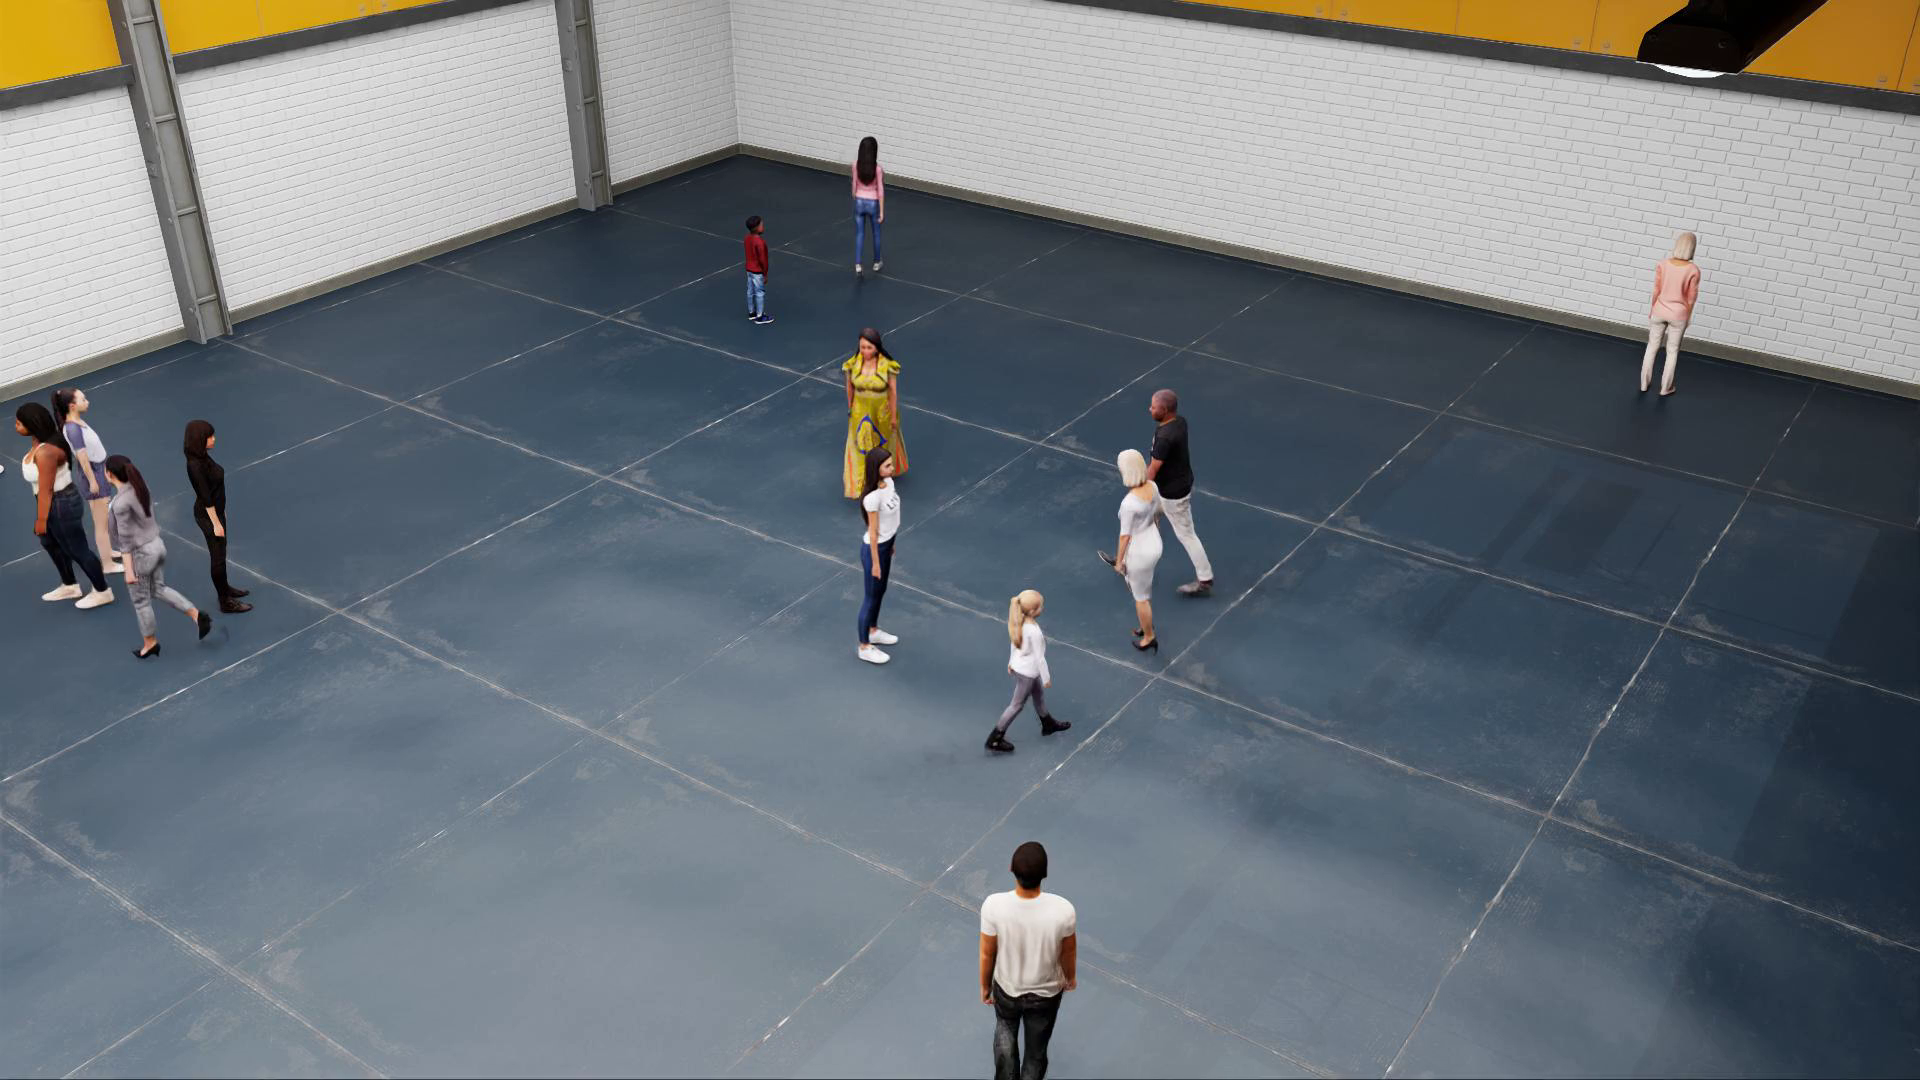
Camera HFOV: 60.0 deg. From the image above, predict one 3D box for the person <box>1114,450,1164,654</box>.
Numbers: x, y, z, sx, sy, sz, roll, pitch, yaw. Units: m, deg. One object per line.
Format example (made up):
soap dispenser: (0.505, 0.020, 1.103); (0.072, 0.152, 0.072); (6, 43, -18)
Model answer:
person: (1.443, 0.134, 12.626); (0.663, 1.722, 0.533); (23, 36, 35)

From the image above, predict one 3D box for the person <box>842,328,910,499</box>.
person: (-0.768, -1.163, 15.117); (1.271, 1.614, 1.439); (0, 29, -1)

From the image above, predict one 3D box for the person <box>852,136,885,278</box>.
person: (-1.166, -4.044, 20.286); (0.848, 1.722, 1.060); (5, 29, 9)

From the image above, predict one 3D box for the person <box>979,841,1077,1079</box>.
person: (0.334, 2.335, 8.519); (0.771, 1.792, 0.805); (4, 29, 7)

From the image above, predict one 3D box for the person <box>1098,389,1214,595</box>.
person: (1.802, -0.345, 13.487); (1.026, 1.739, 1.257); (6, 29, 12)

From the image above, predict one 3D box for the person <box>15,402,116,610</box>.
person: (-7.083, -0.269, 13.293); (0.880, 1.792, 0.811); (-15, 32, -25)

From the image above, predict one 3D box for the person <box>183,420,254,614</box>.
person: (-6.003, -0.198, 13.321); (0.672, 1.640, 0.655); (-11, 30, -19)

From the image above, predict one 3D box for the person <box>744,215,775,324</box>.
person: (-2.345, -3.103, 19.050); (0.539, 1.253, 0.540); (-23, 36, -36)

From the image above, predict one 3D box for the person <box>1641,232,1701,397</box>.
person: (7.332, -2.343, 17.165); (0.600, 1.725, 0.518); (20, 35, 32)

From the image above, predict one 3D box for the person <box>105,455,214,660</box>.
person: (-6.147, 0.136, 12.696); (0.999, 1.653, 0.959); (-3, 29, -6)

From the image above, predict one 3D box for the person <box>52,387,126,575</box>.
person: (-7.253, -0.504, 13.874); (0.676, 1.647, 0.670); (-13, 31, -22)

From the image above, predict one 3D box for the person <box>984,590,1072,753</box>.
person: (0.405, 0.939, 11.644); (0.956, 1.250, 0.834); (-9, 30, -16)

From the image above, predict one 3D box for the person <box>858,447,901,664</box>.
person: (-0.644, 0.102, 12.637); (0.729, 1.769, 0.607); (7, 29, 12)
